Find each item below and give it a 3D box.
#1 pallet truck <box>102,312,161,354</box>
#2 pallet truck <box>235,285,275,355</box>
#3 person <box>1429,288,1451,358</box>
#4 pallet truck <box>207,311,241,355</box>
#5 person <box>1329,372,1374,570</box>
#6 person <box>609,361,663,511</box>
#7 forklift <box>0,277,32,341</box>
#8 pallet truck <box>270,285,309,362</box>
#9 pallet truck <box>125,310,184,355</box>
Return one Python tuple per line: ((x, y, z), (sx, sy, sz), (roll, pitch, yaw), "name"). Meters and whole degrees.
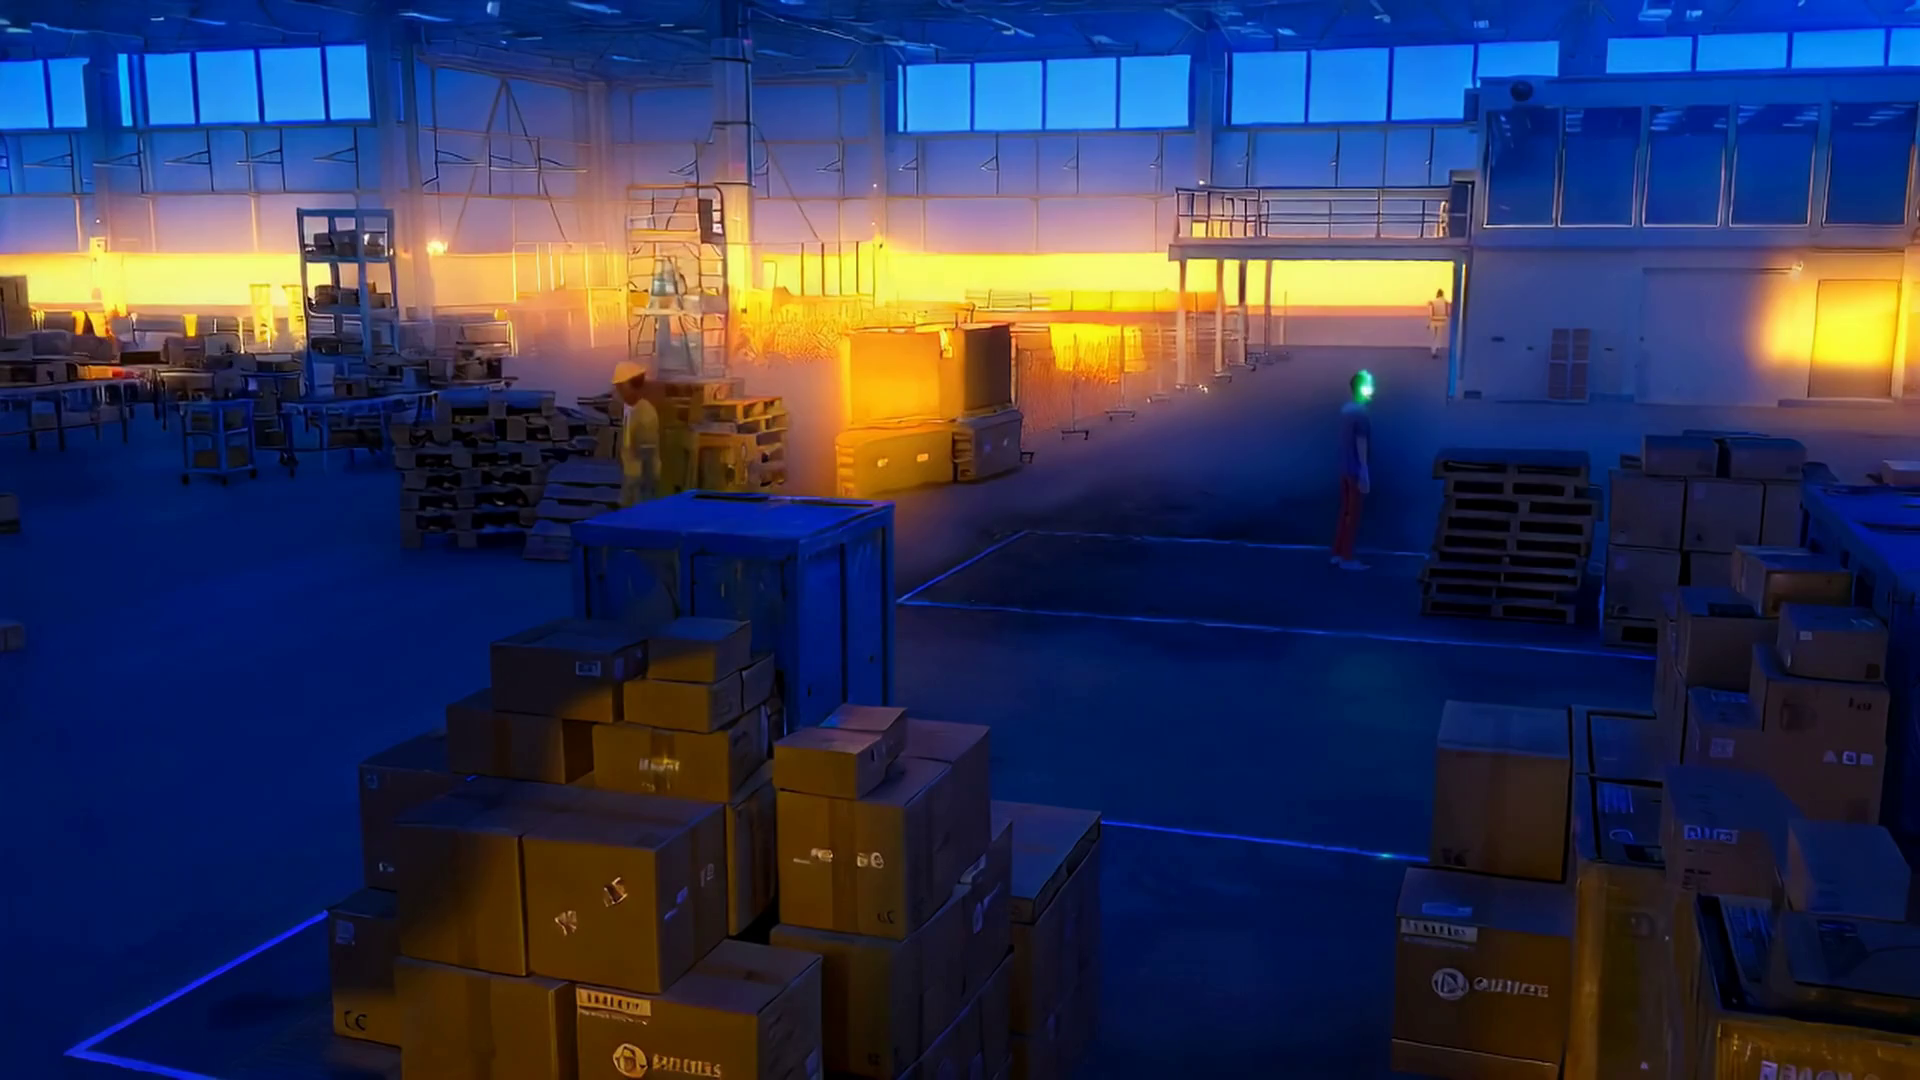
((-23.057, -5.777, 46.261), (0.680, 1.201, 1.601), (3, 11, 19), "pallet truck")
((-18.327, -5.835, 44.421), (0.823, 1.965, 1.885), (4, 11, 23), "pallet truck")
((12.902, -5.826, 44.698), (0.579, 1.883, 0.354), (3, 11, 18), "person")
((-19.537, -5.575, 44.913), (0.653, 1.274, 1.630), (3, 11, 19), "pallet truck")
((3.692, -0.642, 15.587), (0.330, 1.860, 0.503), (-2, 10, -10), "person")
((-2.839, -0.568, 14.691), (0.443, 2.017, 0.724), (-6, 12, -29), "person")
((-27.151, -6.329, 46.328), (1.157, 1.987, 2.680), (3, 11, 17), "forklift")
((-17.147, -5.700, 43.663), (0.823, 1.965, 1.885), (3, 11, 17), "pallet truck")
((-22.038, -5.665, 45.457), (0.704, 1.261, 1.522), (3, 11, 17), "pallet truck")
